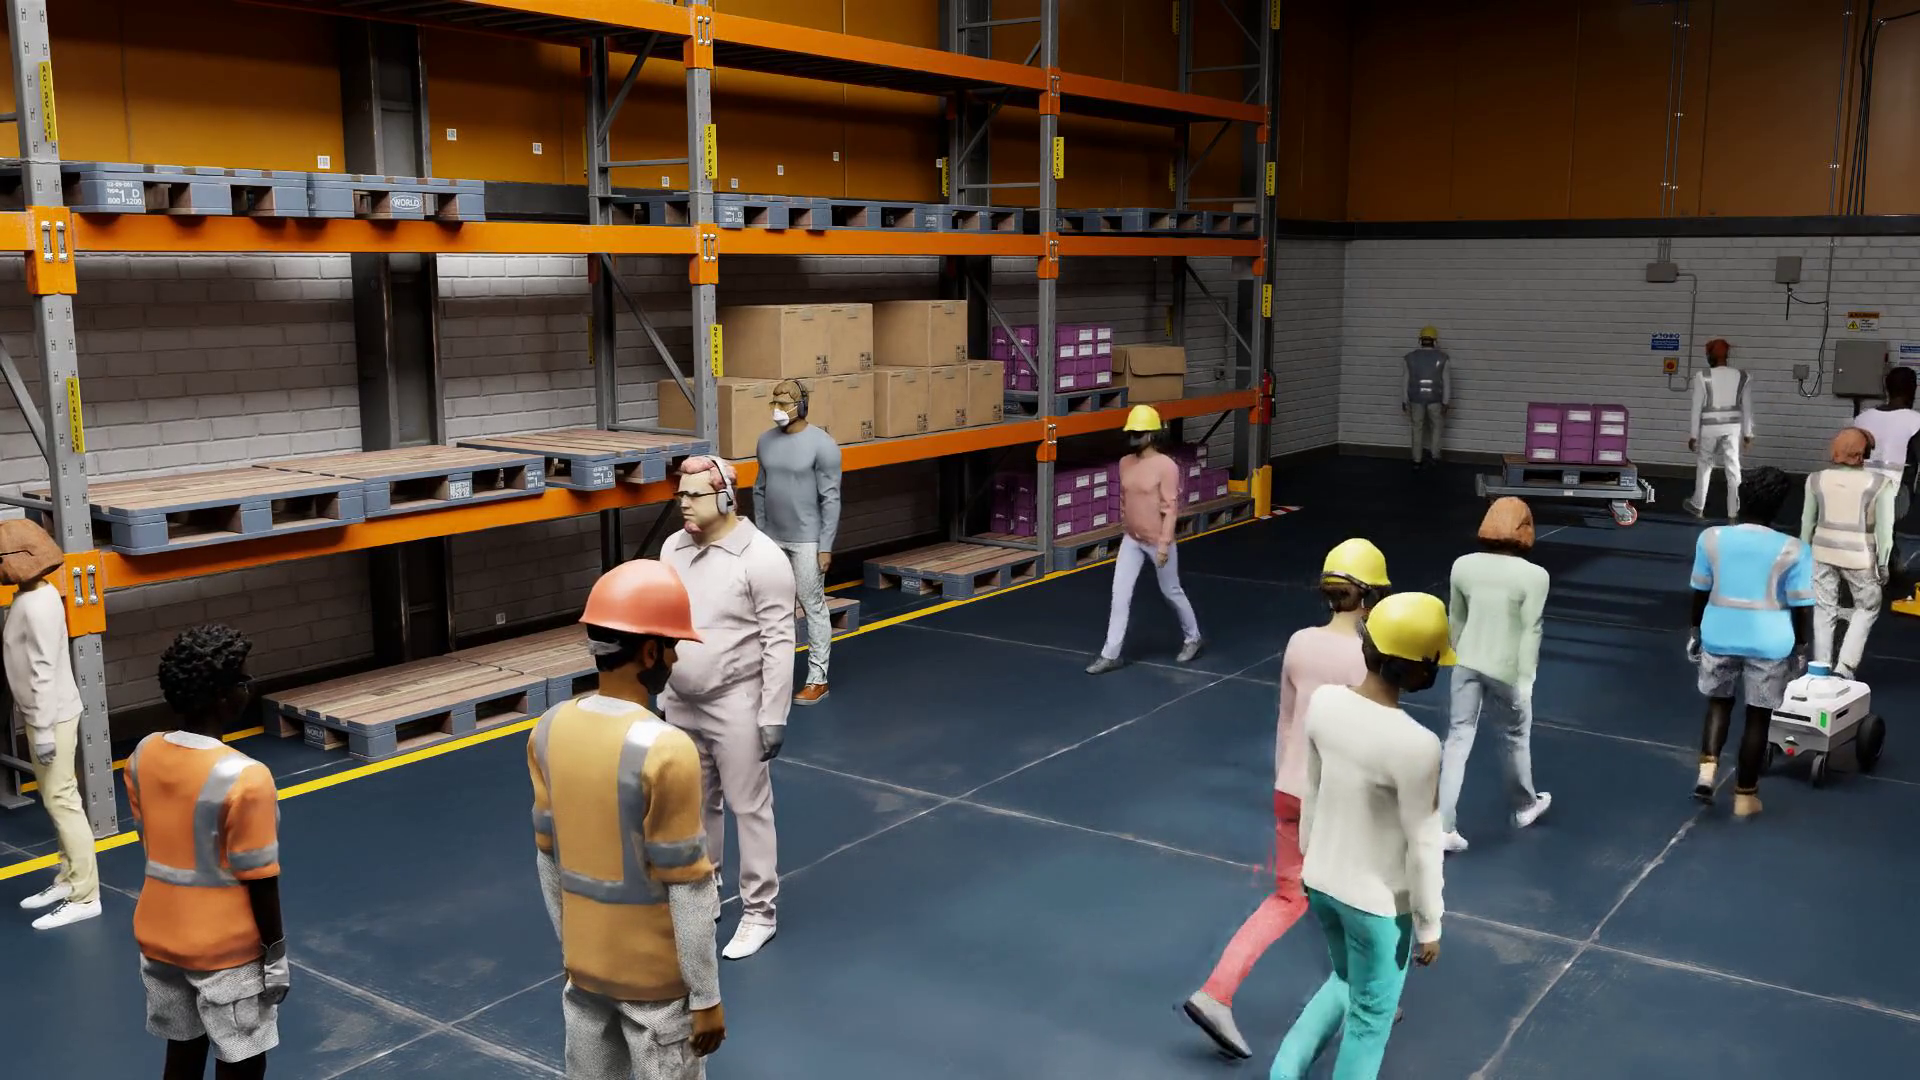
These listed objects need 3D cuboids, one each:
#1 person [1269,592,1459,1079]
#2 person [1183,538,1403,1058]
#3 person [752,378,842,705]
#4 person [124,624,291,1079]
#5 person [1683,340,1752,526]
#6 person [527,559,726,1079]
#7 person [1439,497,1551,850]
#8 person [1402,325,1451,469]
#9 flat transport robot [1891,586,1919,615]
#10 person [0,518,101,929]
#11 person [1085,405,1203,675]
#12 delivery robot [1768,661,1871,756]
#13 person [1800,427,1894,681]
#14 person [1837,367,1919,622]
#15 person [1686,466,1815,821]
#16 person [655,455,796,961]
[{"bbox_3d":[1.132,0.985,4.647,0.391,1.740,0.543,-5,11,-26],"label":"person"},{"bbox_3d":[1.152,0.859,5.488,0.798,1.720,0.558,-6,11,-31],"label":"person"},{"bbox_3d":[-0.985,0.009,9.893,0.630,1.940,0.373,6,11,34],"label":"person"},{"bbox_3d":[-1.964,1.057,4.391,0.530,1.689,0.322,5,11,29],"label":"person"},{"bbox_3d":[7.600,-1.081,16.657,0.655,1.832,0.945,1,10,4],"label":"person"},{"bbox_3d":[-0.765,1.003,4.001,0.543,1.928,0.373,7,12,36],"label":"person"},{"bbox_3d":[2.404,0.591,7.490,0.925,1.573,0.508,-9,13,-43],"label":"person"},{"bbox_3d":[5.864,-1.789,20.949,0.605,1.826,0.432,3,10,20],"label":"person"},{"bbox_3d":[7.683,0.425,12.368,1.431,0.197,0.652,-5,11,-28],"label":"flat transport robot"},{"bbox_3d":[-3.639,0.718,6.603,0.280,1.625,0.493,-6,11,-32],"label":"person"},{"bbox_3d":[1.232,-0.018,10.705,0.934,1.718,0.535,-8,13,-40],"label":"person"},{"bbox_3d":[4.415,0.872,8.584,0.707,0.478,0.477,-9,13,-44],"label":"delivery robot"},{"bbox_3d":[5.351,0.131,10.062,0.371,1.625,0.537,-9,13,-43],"label":"person"},{"bbox_3d":[6.772,-0.330,12.143,1.051,1.869,0.592,-3,10,-17],"label":"person"},{"bbox_3d":[3.695,0.489,7.784,0.545,1.680,0.375,9,13,42],"label":"person"},{"bbox_3d":[-0.933,0.626,6.309,0.654,1.906,0.406,7,12,35],"label":"person"}]
